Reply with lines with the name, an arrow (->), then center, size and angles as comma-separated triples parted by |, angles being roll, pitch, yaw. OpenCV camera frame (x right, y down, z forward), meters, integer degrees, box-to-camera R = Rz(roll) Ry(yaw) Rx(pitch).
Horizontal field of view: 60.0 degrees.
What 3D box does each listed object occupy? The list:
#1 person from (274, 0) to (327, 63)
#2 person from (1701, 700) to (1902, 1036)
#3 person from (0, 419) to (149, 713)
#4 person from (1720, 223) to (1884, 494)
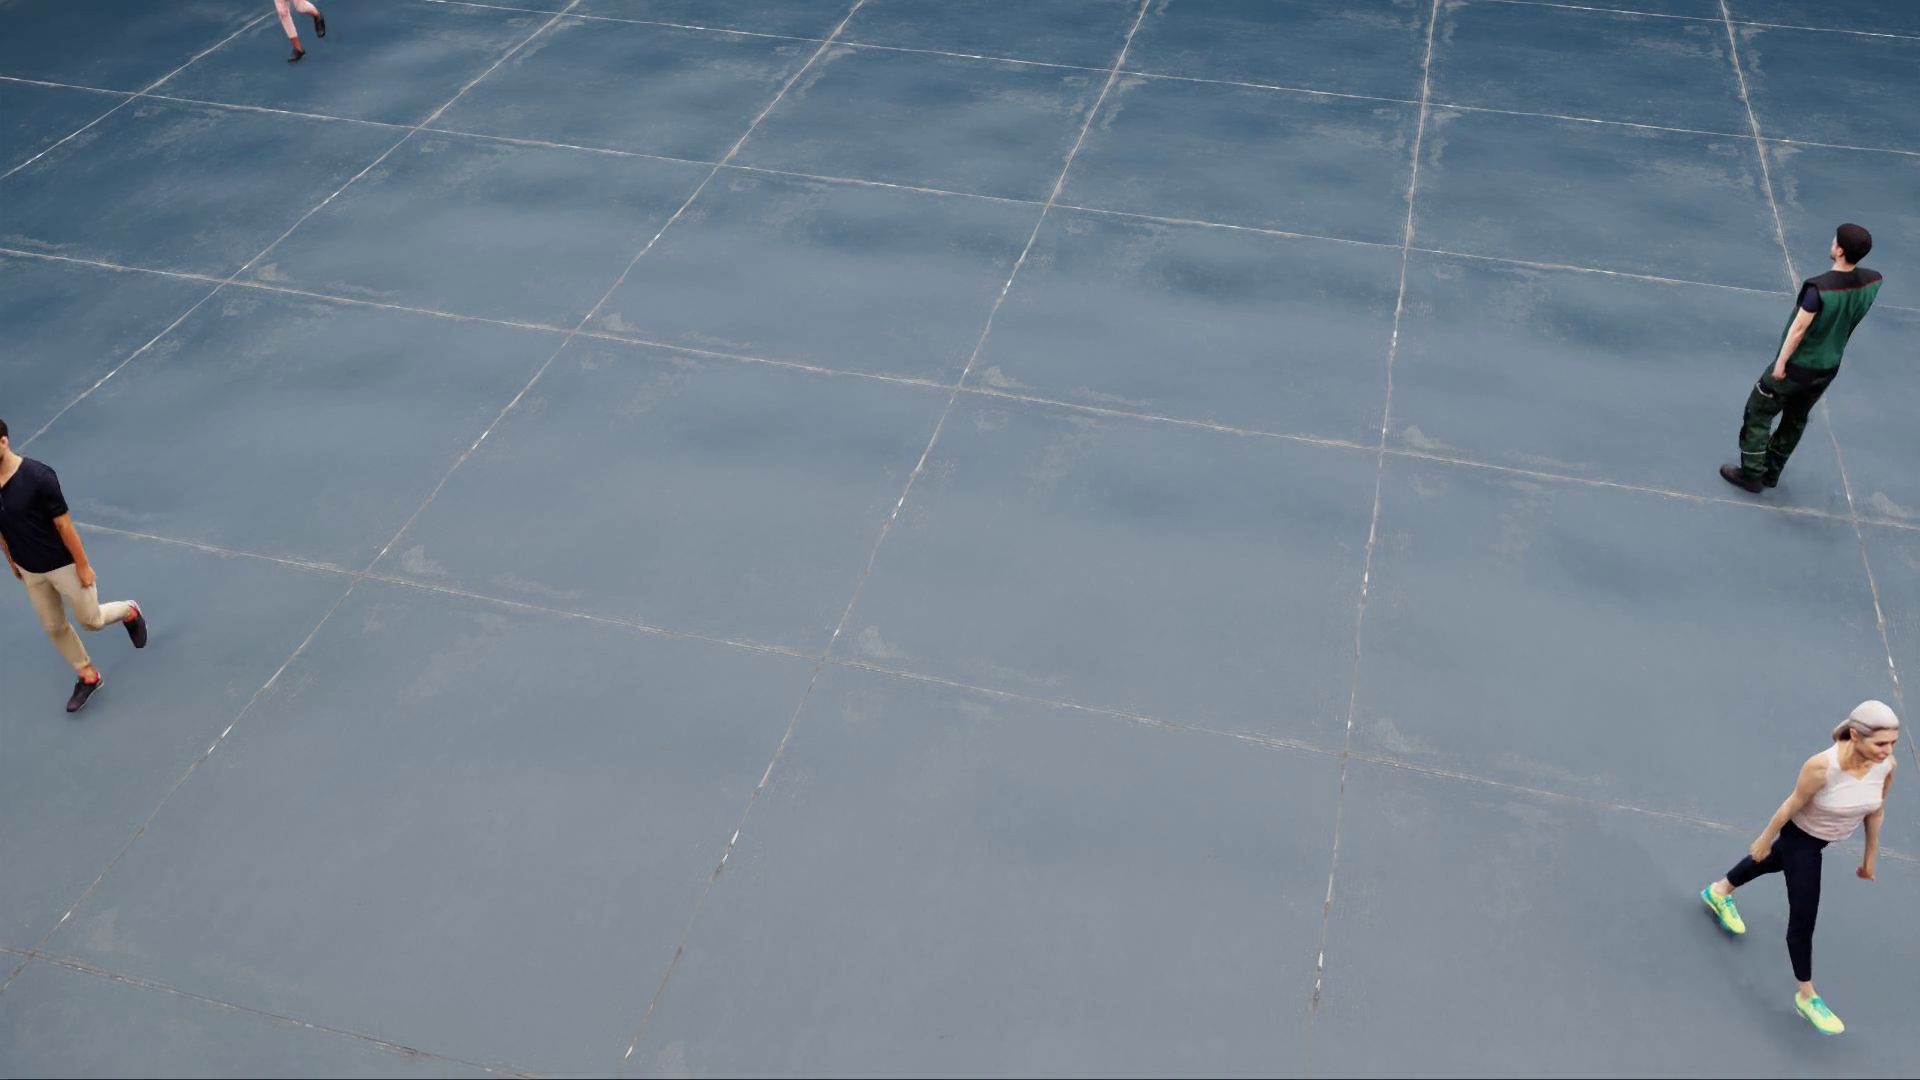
person -> -6.607, -5.597, 16.326 | 0.697, 1.706, 0.924 | 5, 38, 6
person -> 3.789, 1.303, 7.551 | 1.039, 1.652, 1.240 | -11, 39, -14
person -> -4.863, 0.065, 8.982 | 0.741, 1.838, 0.943 | 3, 38, 4
person -> 5.351, -1.094, 10.417 | 0.832, 1.895, 0.853 | -10, 39, -13
